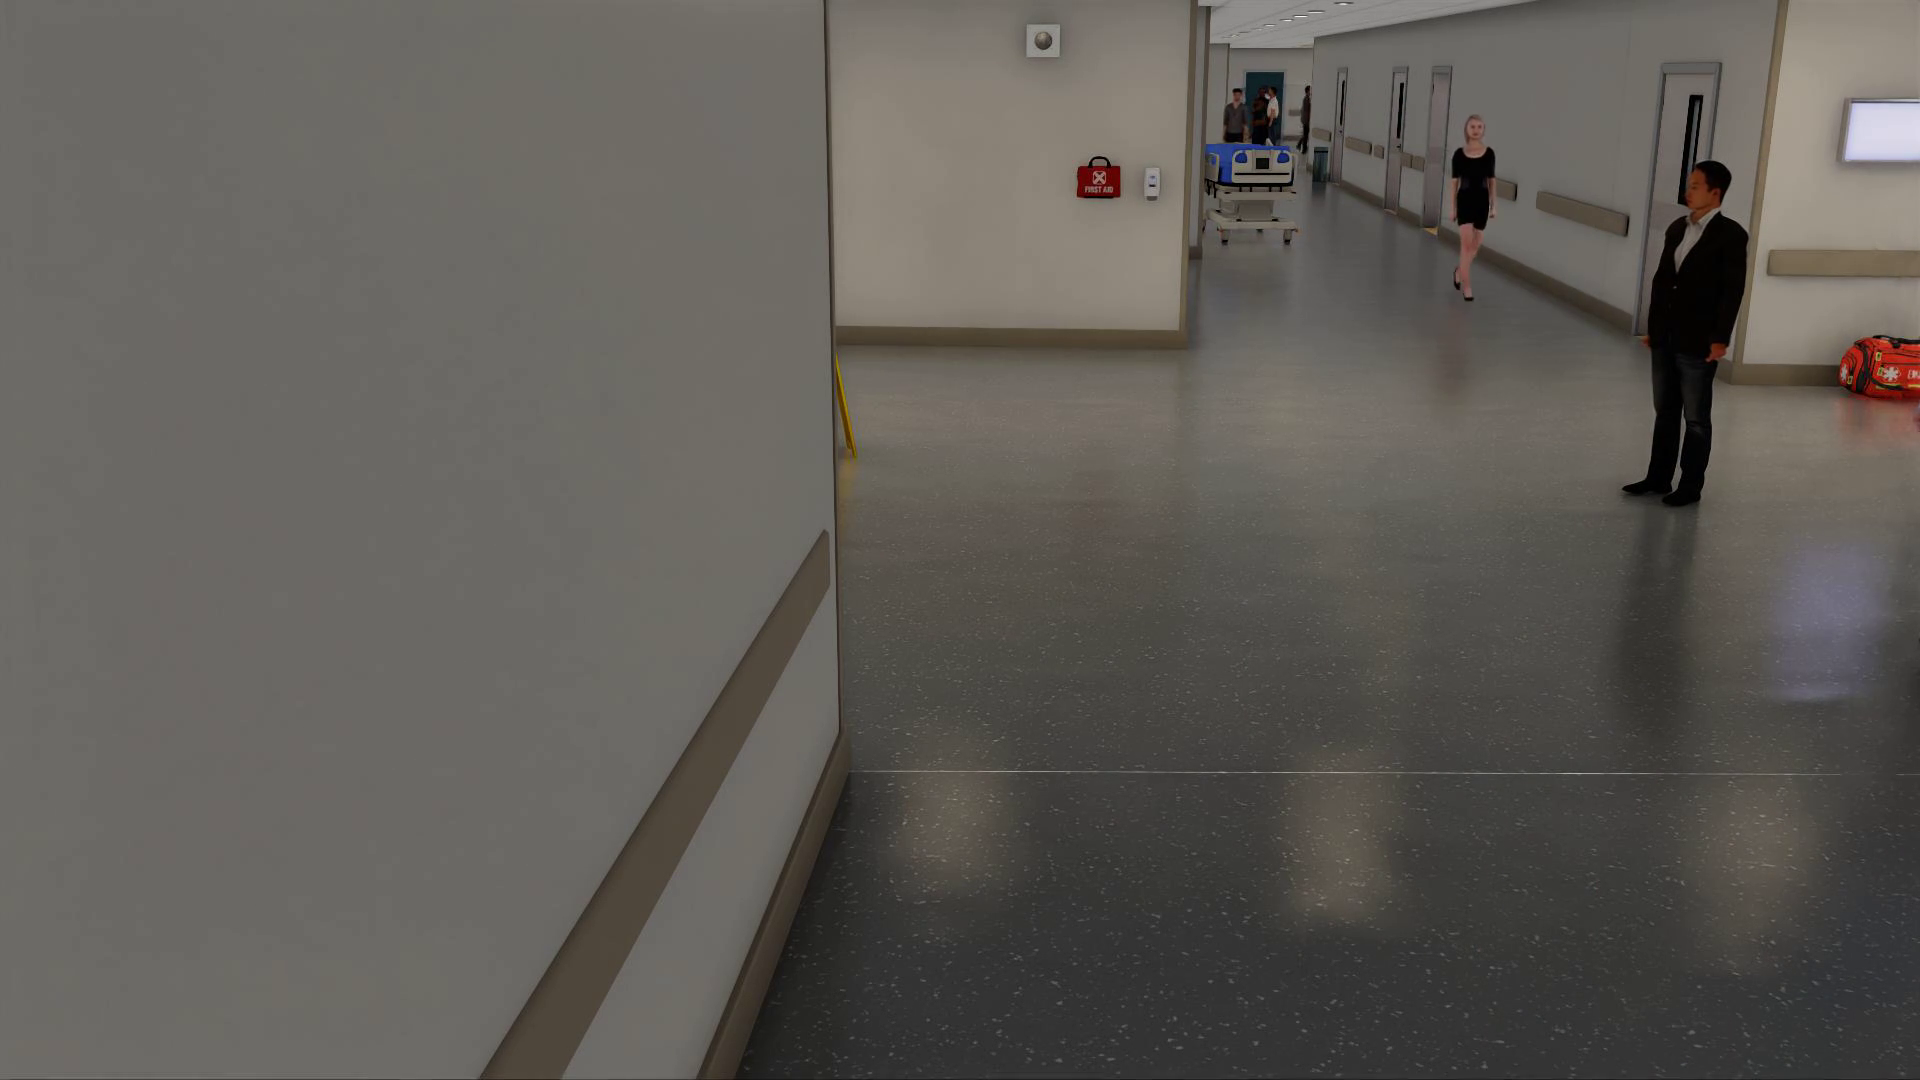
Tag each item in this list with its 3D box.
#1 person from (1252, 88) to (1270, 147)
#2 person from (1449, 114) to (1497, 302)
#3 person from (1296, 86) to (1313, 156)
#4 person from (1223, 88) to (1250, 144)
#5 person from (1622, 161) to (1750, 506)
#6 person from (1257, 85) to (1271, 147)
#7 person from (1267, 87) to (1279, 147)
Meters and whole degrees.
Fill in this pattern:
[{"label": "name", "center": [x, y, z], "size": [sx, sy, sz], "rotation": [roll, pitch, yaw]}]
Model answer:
[{"label": "person", "center": [8.007, -11.157, 44.425], "size": [0.713, 1.807, 0.841], "rotation": [-4, 16, -13]}, {"label": "person", "center": [5.132, -3.324, 16.730], "size": [1.083, 1.798, 0.712], "rotation": [0, 16, 0]}, {"label": "person", "center": [9.490, -11.577, 45.897], "size": [0.735, 1.857, 0.727], "rotation": [3, 16, 9]}, {"label": "person", "center": [5.867, -8.620, 35.353], "size": [1.020, 1.886, 0.958], "rotation": [7, 17, 22]}, {"label": "person", "center": [3.880, -1.098, 8.832], "size": [0.729, 1.800, 0.755], "rotation": [-7, 17, -22]}, {"label": "person", "center": [9.313, -13.011, 51.021], "size": [0.590, 1.836, 0.762], "rotation": [7, 17, 23]}, {"label": "person", "center": [8.340, -11.146, 44.367], "size": [0.581, 1.856, 0.666], "rotation": [2, 16, 9]}]
